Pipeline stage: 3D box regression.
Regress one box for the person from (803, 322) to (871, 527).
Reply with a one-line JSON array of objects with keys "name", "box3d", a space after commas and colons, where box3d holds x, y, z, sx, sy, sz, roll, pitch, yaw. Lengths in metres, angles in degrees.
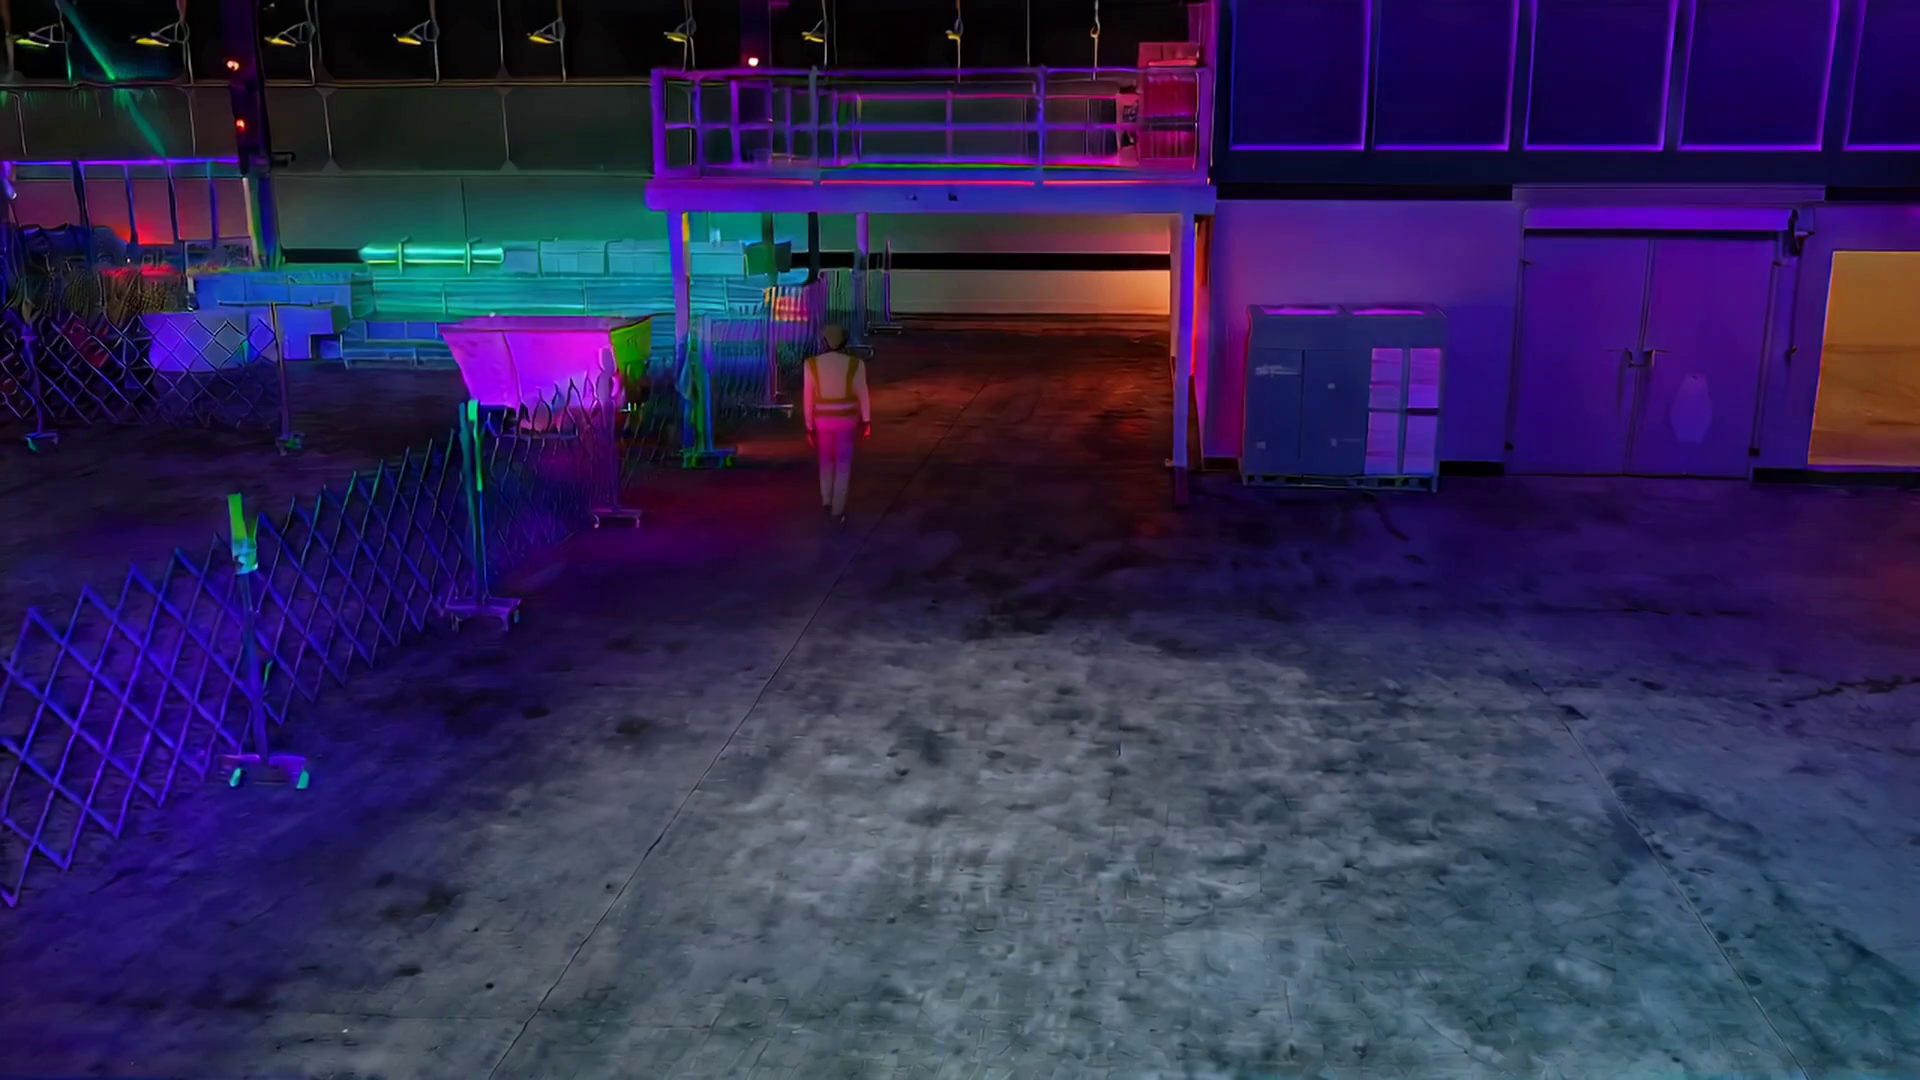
[{"name": "person", "box3d": [-1.120, -1.083, 15.344, 0.584, 1.858, 0.731, 1, 14, 5]}]
